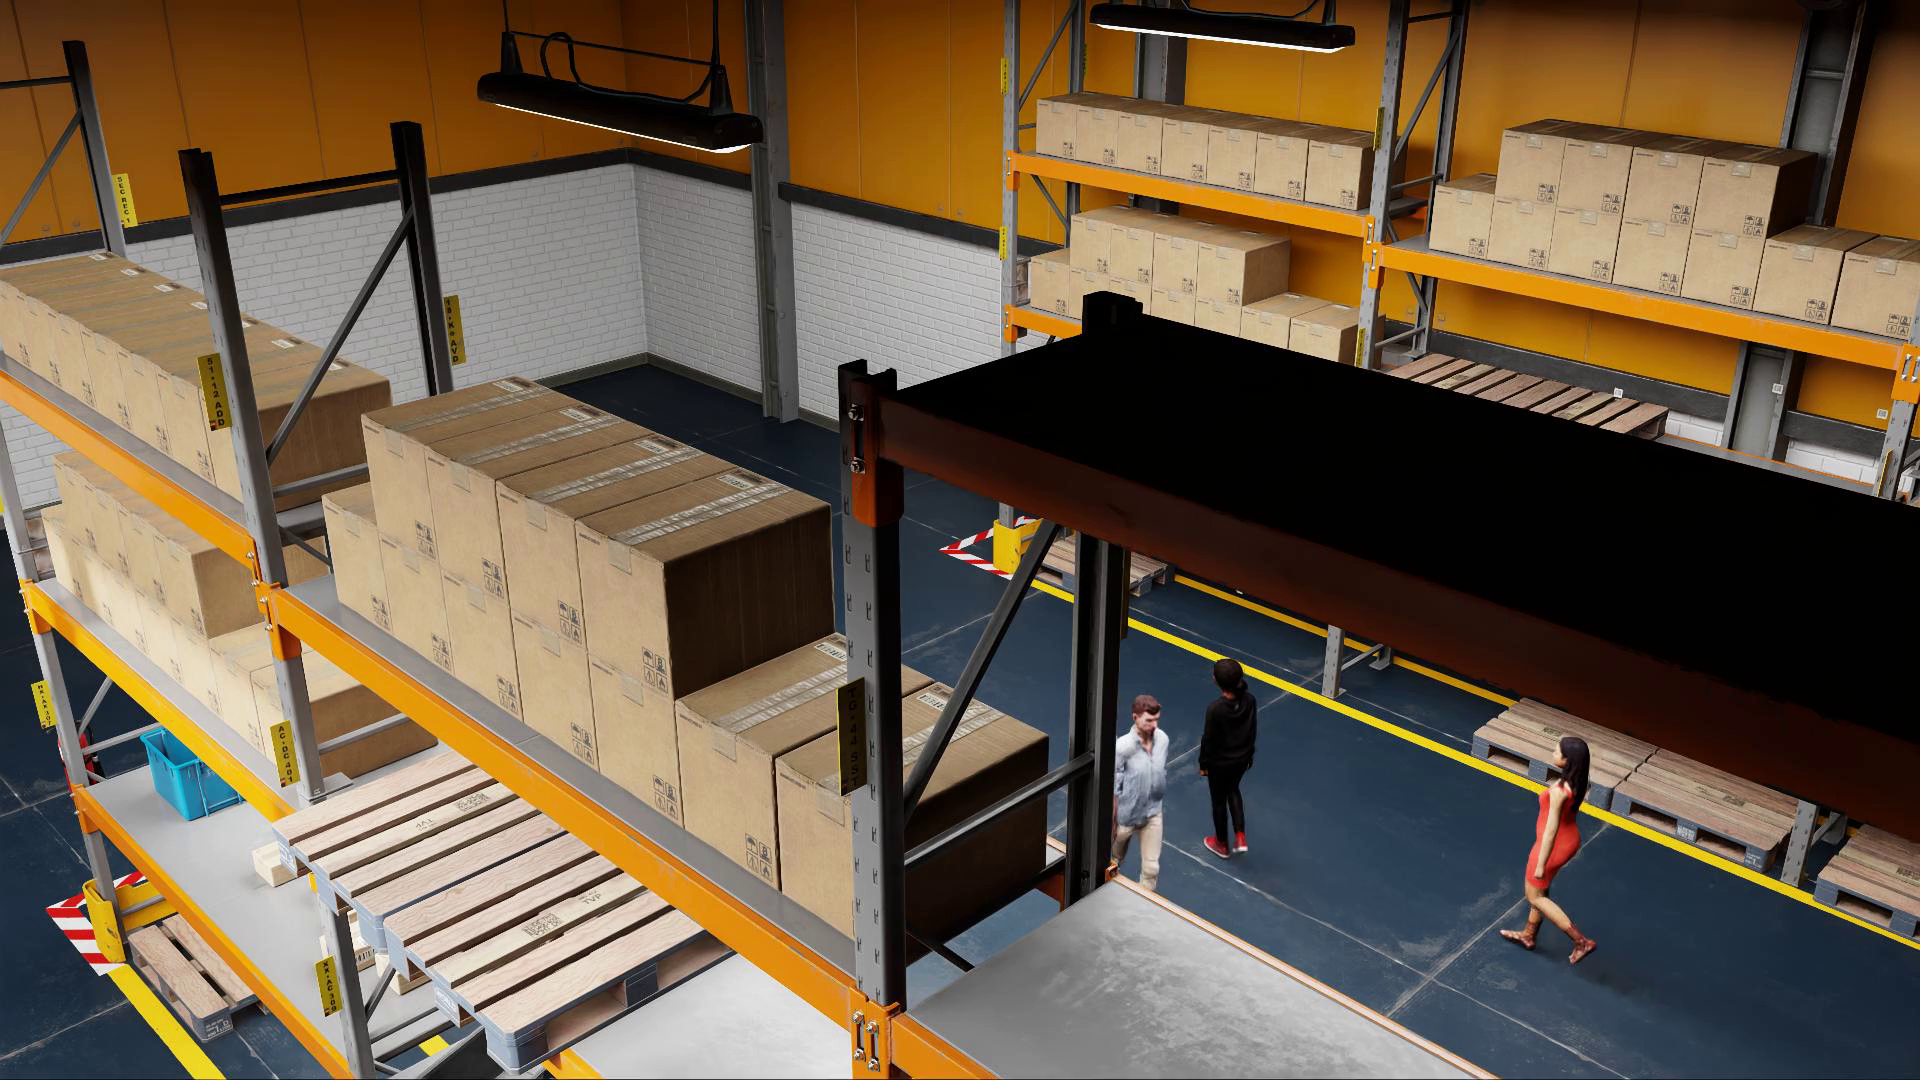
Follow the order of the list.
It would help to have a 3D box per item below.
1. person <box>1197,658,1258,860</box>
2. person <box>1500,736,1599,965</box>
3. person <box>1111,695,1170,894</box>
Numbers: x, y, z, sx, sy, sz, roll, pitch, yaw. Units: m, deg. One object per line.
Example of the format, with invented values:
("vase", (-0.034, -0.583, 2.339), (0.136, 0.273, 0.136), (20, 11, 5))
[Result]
("person", (2.017, 1.653, 12.198), (0.731, 1.659, 0.799), (-10, 25, -21))
("person", (4.042, 2.104, 11.114), (0.905, 1.702, 0.609), (20, 30, 38))
("person", (1.169, 1.858, 11.530), (0.882, 1.818, 1.216), (-11, 26, -24))
